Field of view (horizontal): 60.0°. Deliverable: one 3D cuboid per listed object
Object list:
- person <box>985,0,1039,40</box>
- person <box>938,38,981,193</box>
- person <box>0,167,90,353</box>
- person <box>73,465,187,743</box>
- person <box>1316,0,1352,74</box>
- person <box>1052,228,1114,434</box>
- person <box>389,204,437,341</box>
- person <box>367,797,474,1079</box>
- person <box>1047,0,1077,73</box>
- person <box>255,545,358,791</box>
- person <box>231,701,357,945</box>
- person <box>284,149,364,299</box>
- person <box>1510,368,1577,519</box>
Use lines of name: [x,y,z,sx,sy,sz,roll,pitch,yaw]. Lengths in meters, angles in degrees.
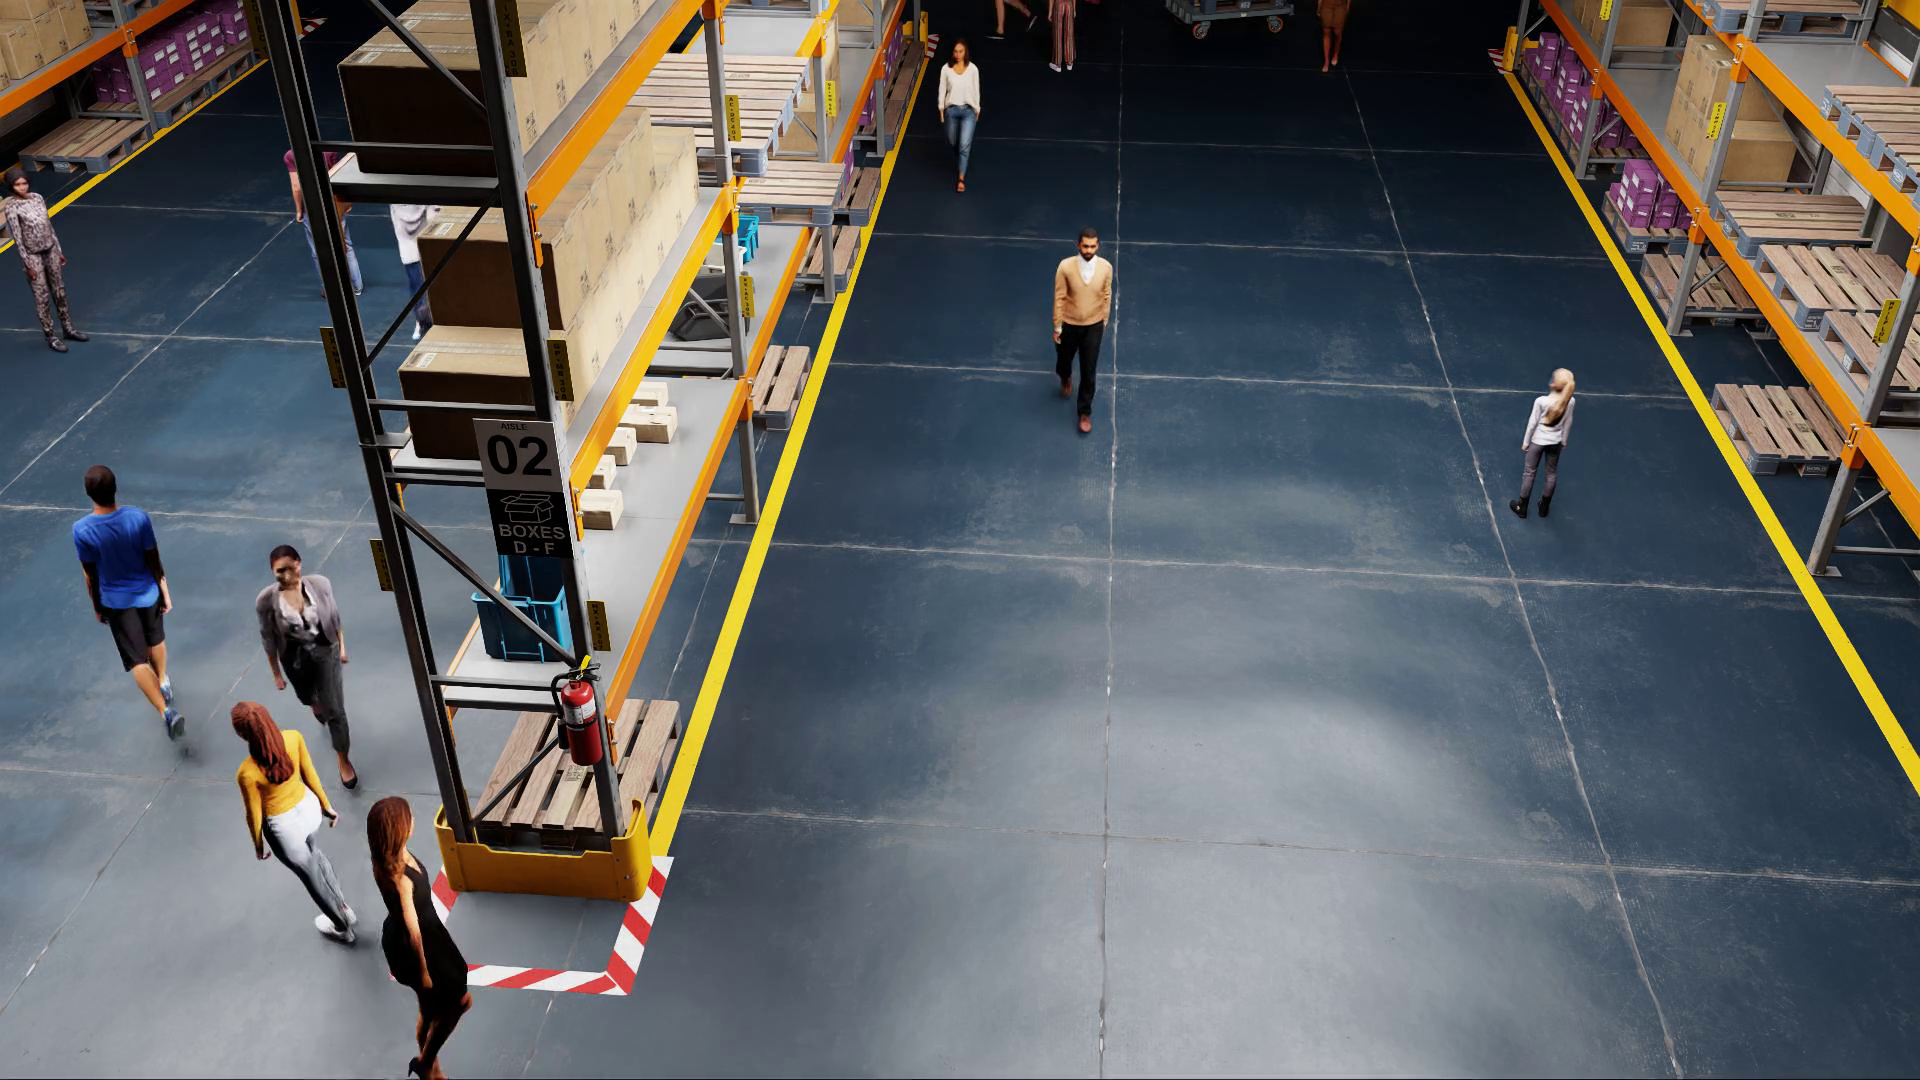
person: [0.732,-7.891,23.082,0.704,1.823,0.878,2,34,2]
person: [0.008,-4.784,18.558,0.622,1.657,0.961,2,34,4]
person: [-8.397,-2.574,15.181,0.699,1.715,0.576,15,36,21]
person: [-5.222,0.433,10.549,1.134,1.834,1.257,-22,40,-30]
person: [4.932,-7.014,21.896,0.645,1.677,0.699,11,35,16]
person: [1.003,-1.836,14.057,0.724,1.731,1.082,-1,34,-1]
person: [-5.019,-2.831,15.546,0.730,1.740,1.182,-1,34,-2]
person: [-2.739,2.055,8.130,0.801,1.812,0.716,-11,35,-17]
person: [1.360,-7.024,22.015,0.631,1.561,0.628,-11,35,-16]
person: [-4.043,0.701,10.322,0.992,1.640,1.189,-14,36,-20]
person: [-3.507,1.577,8.922,0.752,1.731,0.637,18,38,25]
person: [-6.152,-3.216,16.024,0.733,1.851,0.757,-20,38,-27]
person: [4.525,-0.754,12.839,0.507,1.277,0.516,0,34,0]
